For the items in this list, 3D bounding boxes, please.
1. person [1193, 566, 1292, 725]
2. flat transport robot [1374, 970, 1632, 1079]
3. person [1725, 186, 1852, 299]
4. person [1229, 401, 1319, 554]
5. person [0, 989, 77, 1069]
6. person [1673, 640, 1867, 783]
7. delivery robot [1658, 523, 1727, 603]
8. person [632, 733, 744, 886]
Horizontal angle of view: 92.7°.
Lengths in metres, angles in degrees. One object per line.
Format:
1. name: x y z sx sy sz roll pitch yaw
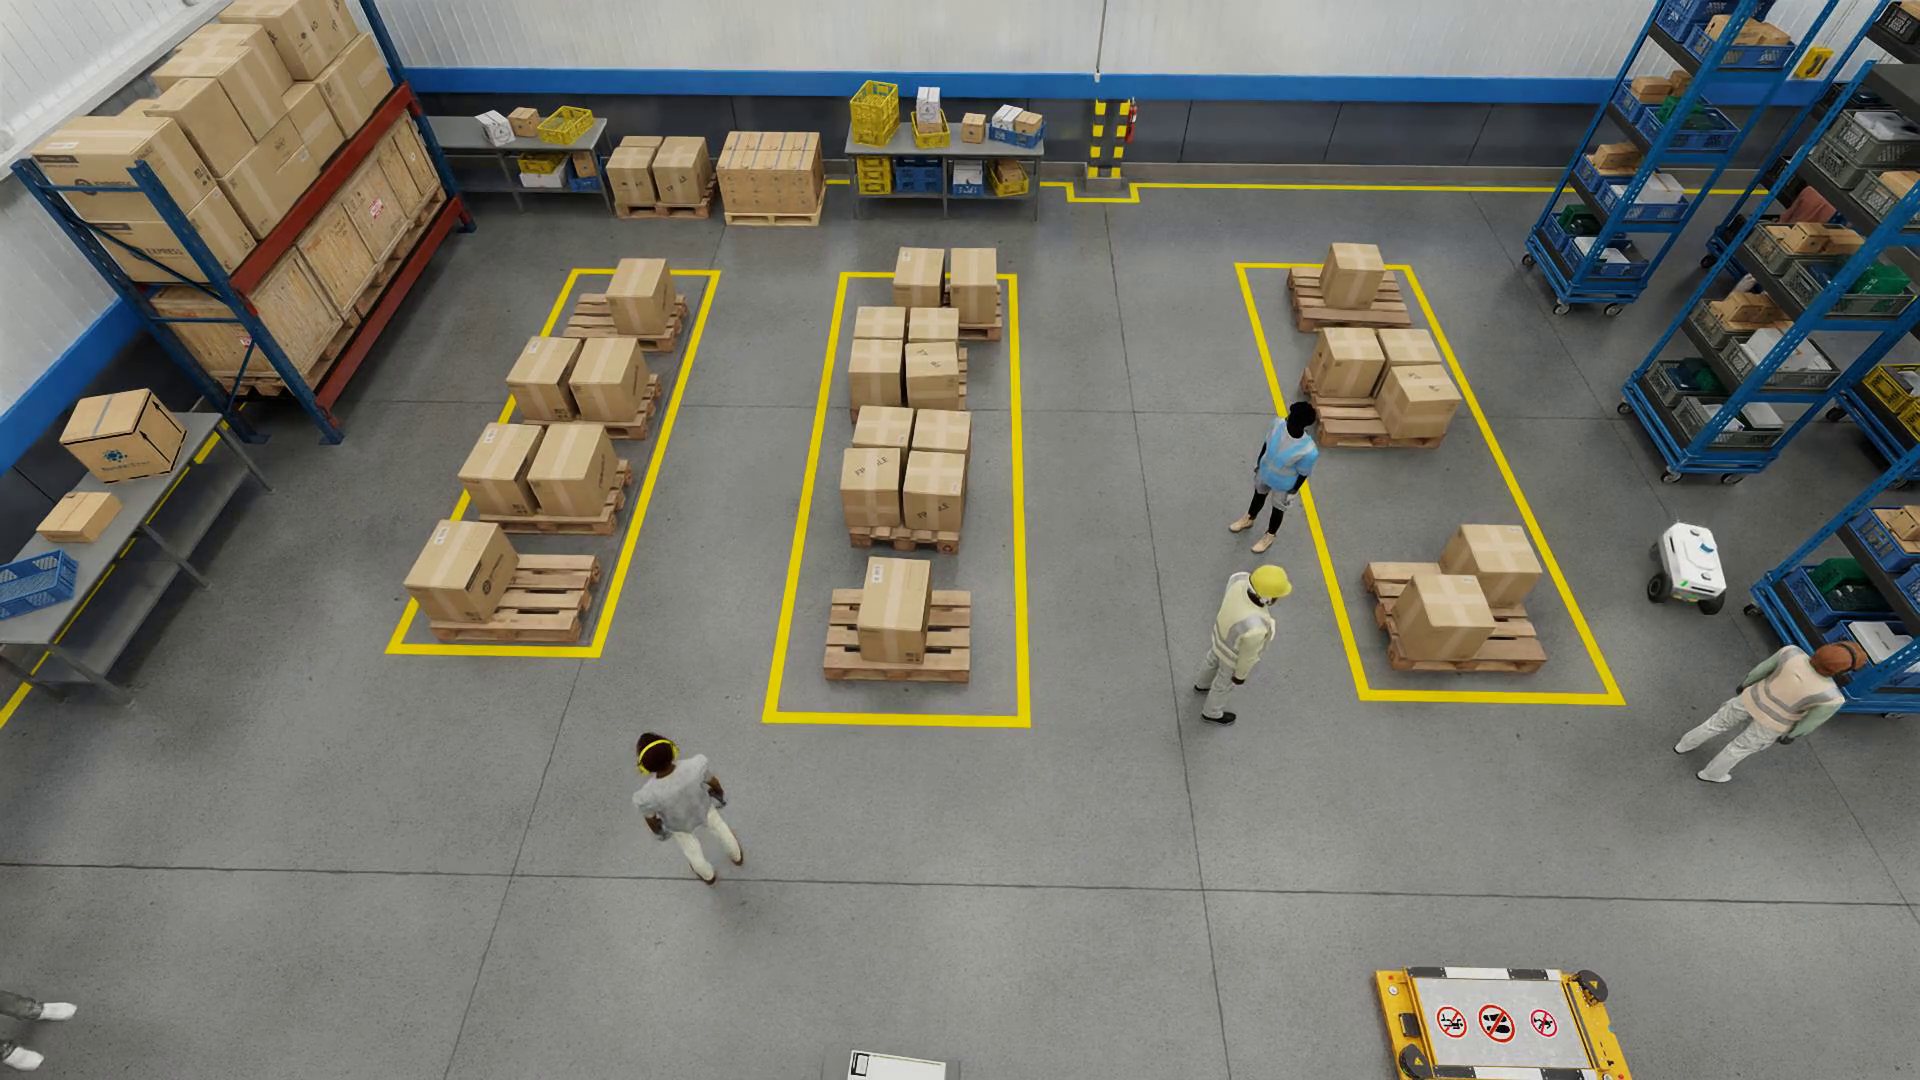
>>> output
1. person: 2.076 0.780 6.840 0.403 1.822 0.580 0 51 0
2. flat transport robot: 3.501 3.133 5.914 1.431 0.197 0.652 1 51 1
3. person: 9.084 -3.166 9.957 0.410 1.980 0.624 -19 53 -15
4. person: 2.771 -0.551 8.003 0.319 1.696 0.532 -24 55 -18
5. person: -6.060 2.663 5.252 0.407 1.908 0.597 2 51 2
6. person: 5.795 1.228 6.586 0.308 1.645 0.515 -10 52 -8
7. delivery robot: 6.462 0.187 8.075 0.477 0.478 0.707 14 52 11
8. person: -1.781 1.778 6.004 0.513 1.863 0.331 -32 58 -23
